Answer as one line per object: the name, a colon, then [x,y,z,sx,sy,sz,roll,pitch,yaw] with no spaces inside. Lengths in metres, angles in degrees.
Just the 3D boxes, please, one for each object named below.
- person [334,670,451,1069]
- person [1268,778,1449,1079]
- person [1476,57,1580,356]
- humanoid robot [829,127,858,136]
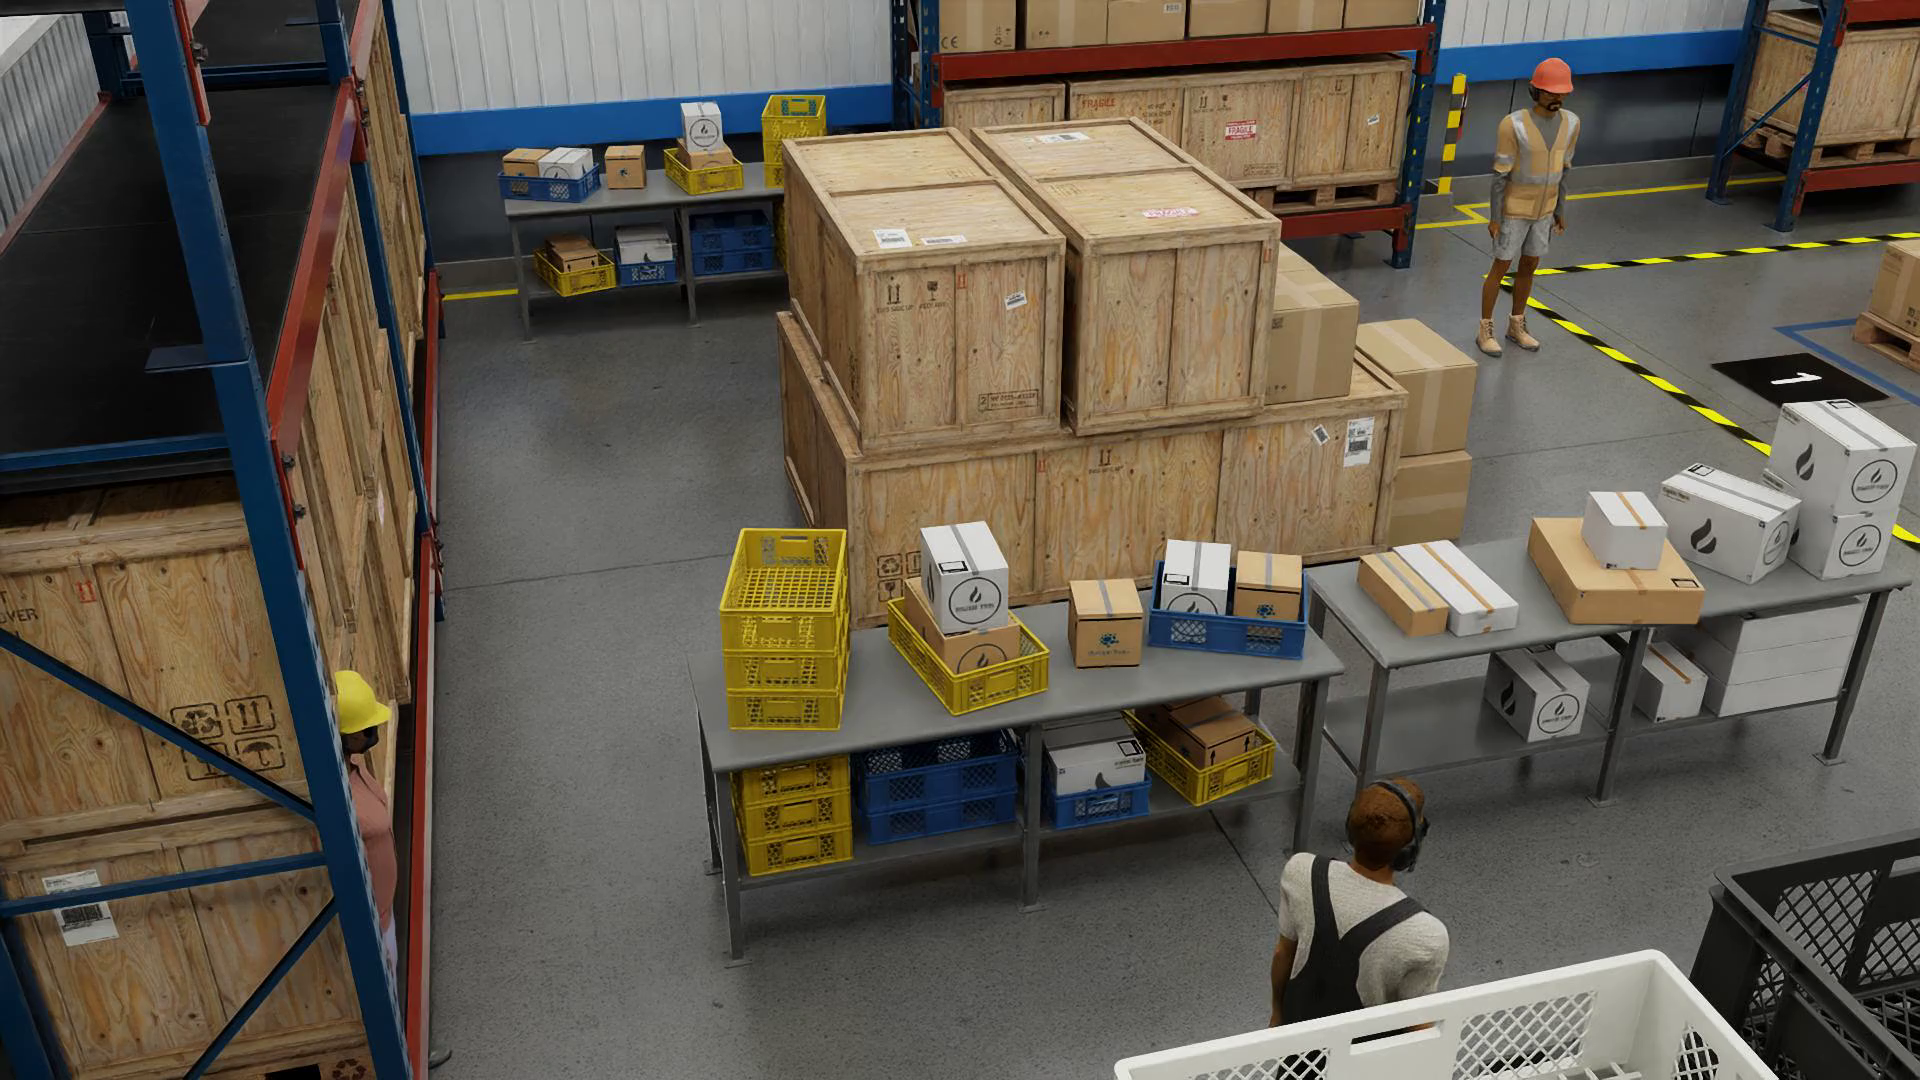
person: [-1.911,1.189,5.415,0.337,1.761,0.522,-10,30,-17]
person: [1.117,1.467,4.836,0.506,1.837,0.333,22,36,34]
person: [3.903,-2.268,11.397,0.606,2.044,0.369,-9,30,-15]
humanoid robot: [-0.805,-1.952,11.215,0.587,1.639,0.594,-6,29,-10]
